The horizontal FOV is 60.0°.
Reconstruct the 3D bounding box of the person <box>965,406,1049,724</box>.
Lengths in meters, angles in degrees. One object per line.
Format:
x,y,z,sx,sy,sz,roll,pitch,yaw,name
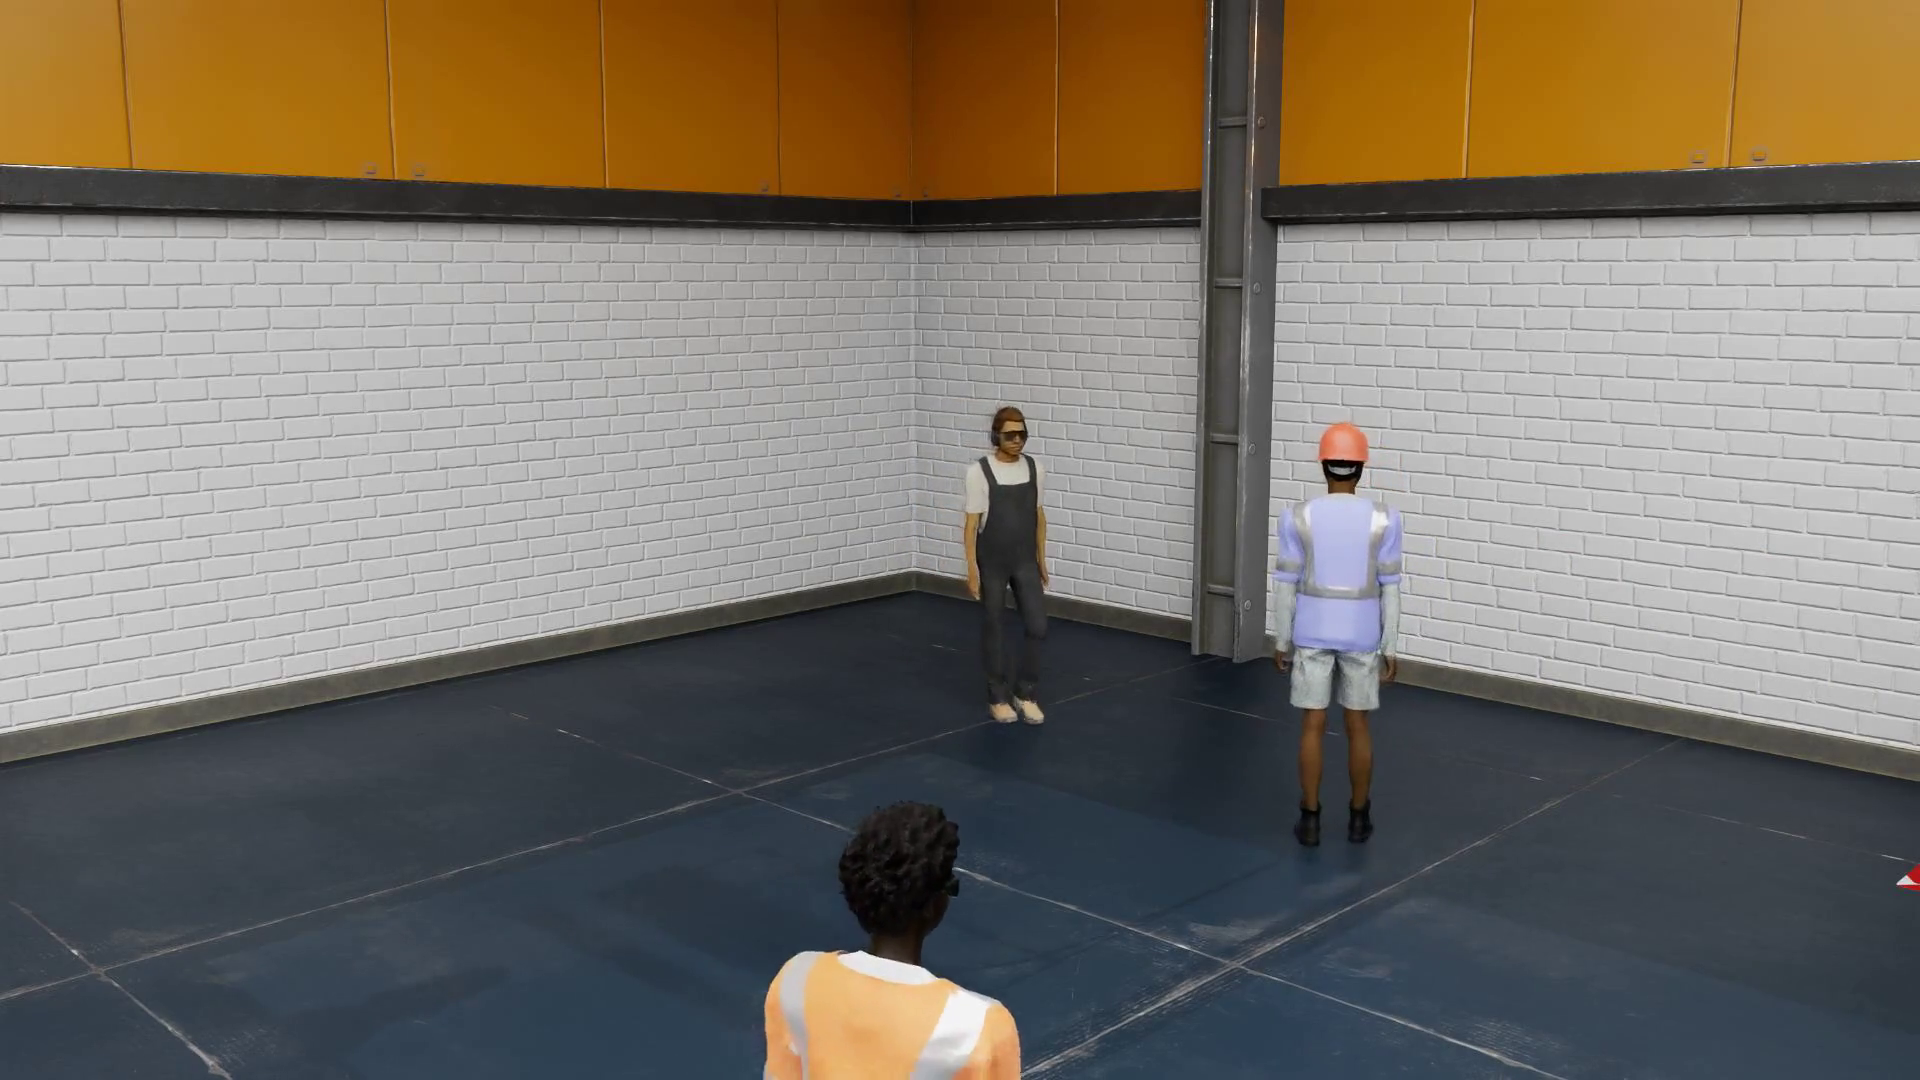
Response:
0.300,0.163,9.442,0.540,1.830,0.560,-4,10,-21,person

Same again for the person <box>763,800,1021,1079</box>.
-0.114,1.296,3.088,0.537,1.652,0.894,6,11,34,person

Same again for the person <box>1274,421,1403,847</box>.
1.710,0.425,7.540,0.551,1.933,0.378,2,9,10,person
